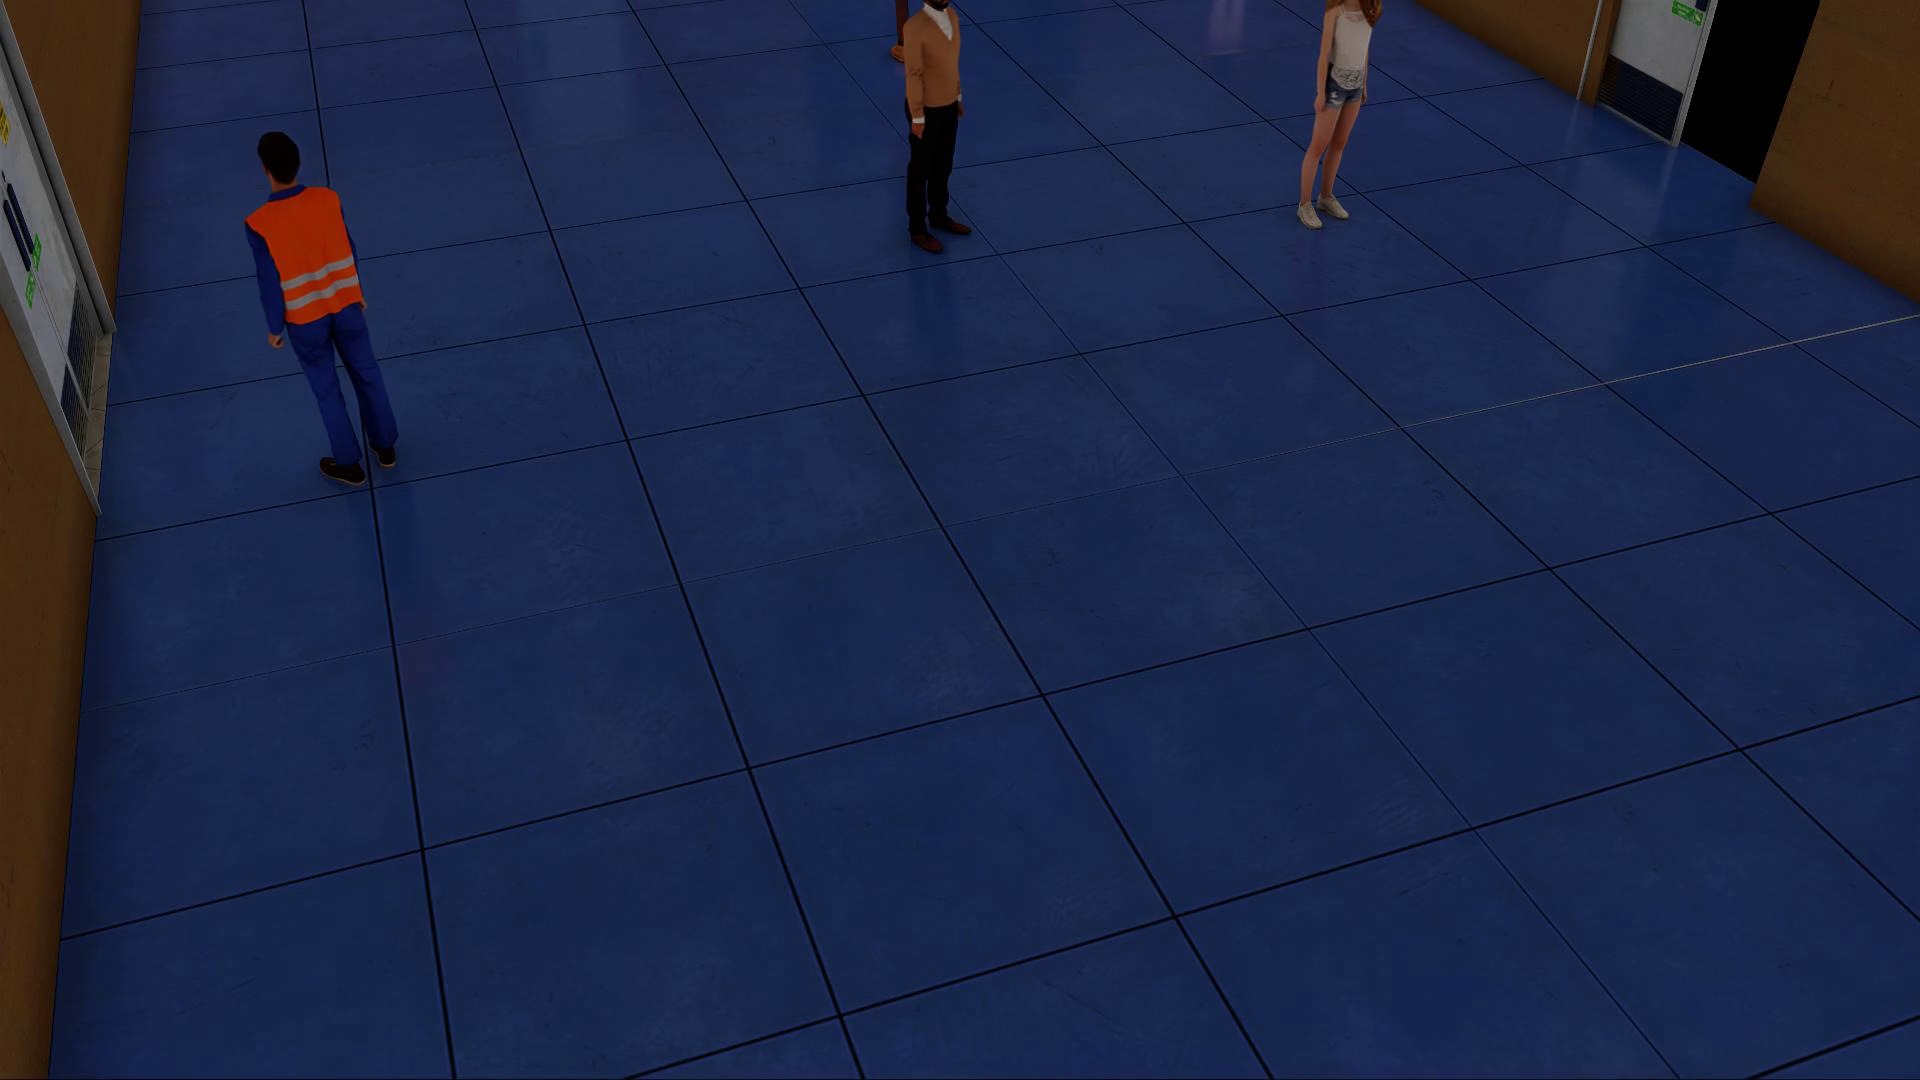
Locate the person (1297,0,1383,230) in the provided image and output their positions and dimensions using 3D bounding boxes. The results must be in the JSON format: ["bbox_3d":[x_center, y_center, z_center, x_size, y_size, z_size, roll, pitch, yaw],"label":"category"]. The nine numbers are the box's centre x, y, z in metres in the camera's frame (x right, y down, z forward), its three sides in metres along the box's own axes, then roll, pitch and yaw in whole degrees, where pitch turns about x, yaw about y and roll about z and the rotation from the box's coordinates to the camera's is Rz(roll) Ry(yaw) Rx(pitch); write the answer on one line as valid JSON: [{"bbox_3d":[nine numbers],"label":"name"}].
[{"bbox_3d":[2.415,-2.879,10.635,0.524,1.759,0.685,-21,42,-26],"label":"person"}]

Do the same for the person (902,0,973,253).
[{"bbox_3d":[-0.168,-2.705,10.407,0.817,1.754,0.726,22,42,27],"label":"person"}]

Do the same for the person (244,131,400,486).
[{"bbox_3d":[-3.153,-1.123,8.208,0.841,1.863,0.712,29,46,33],"label":"person"}]
